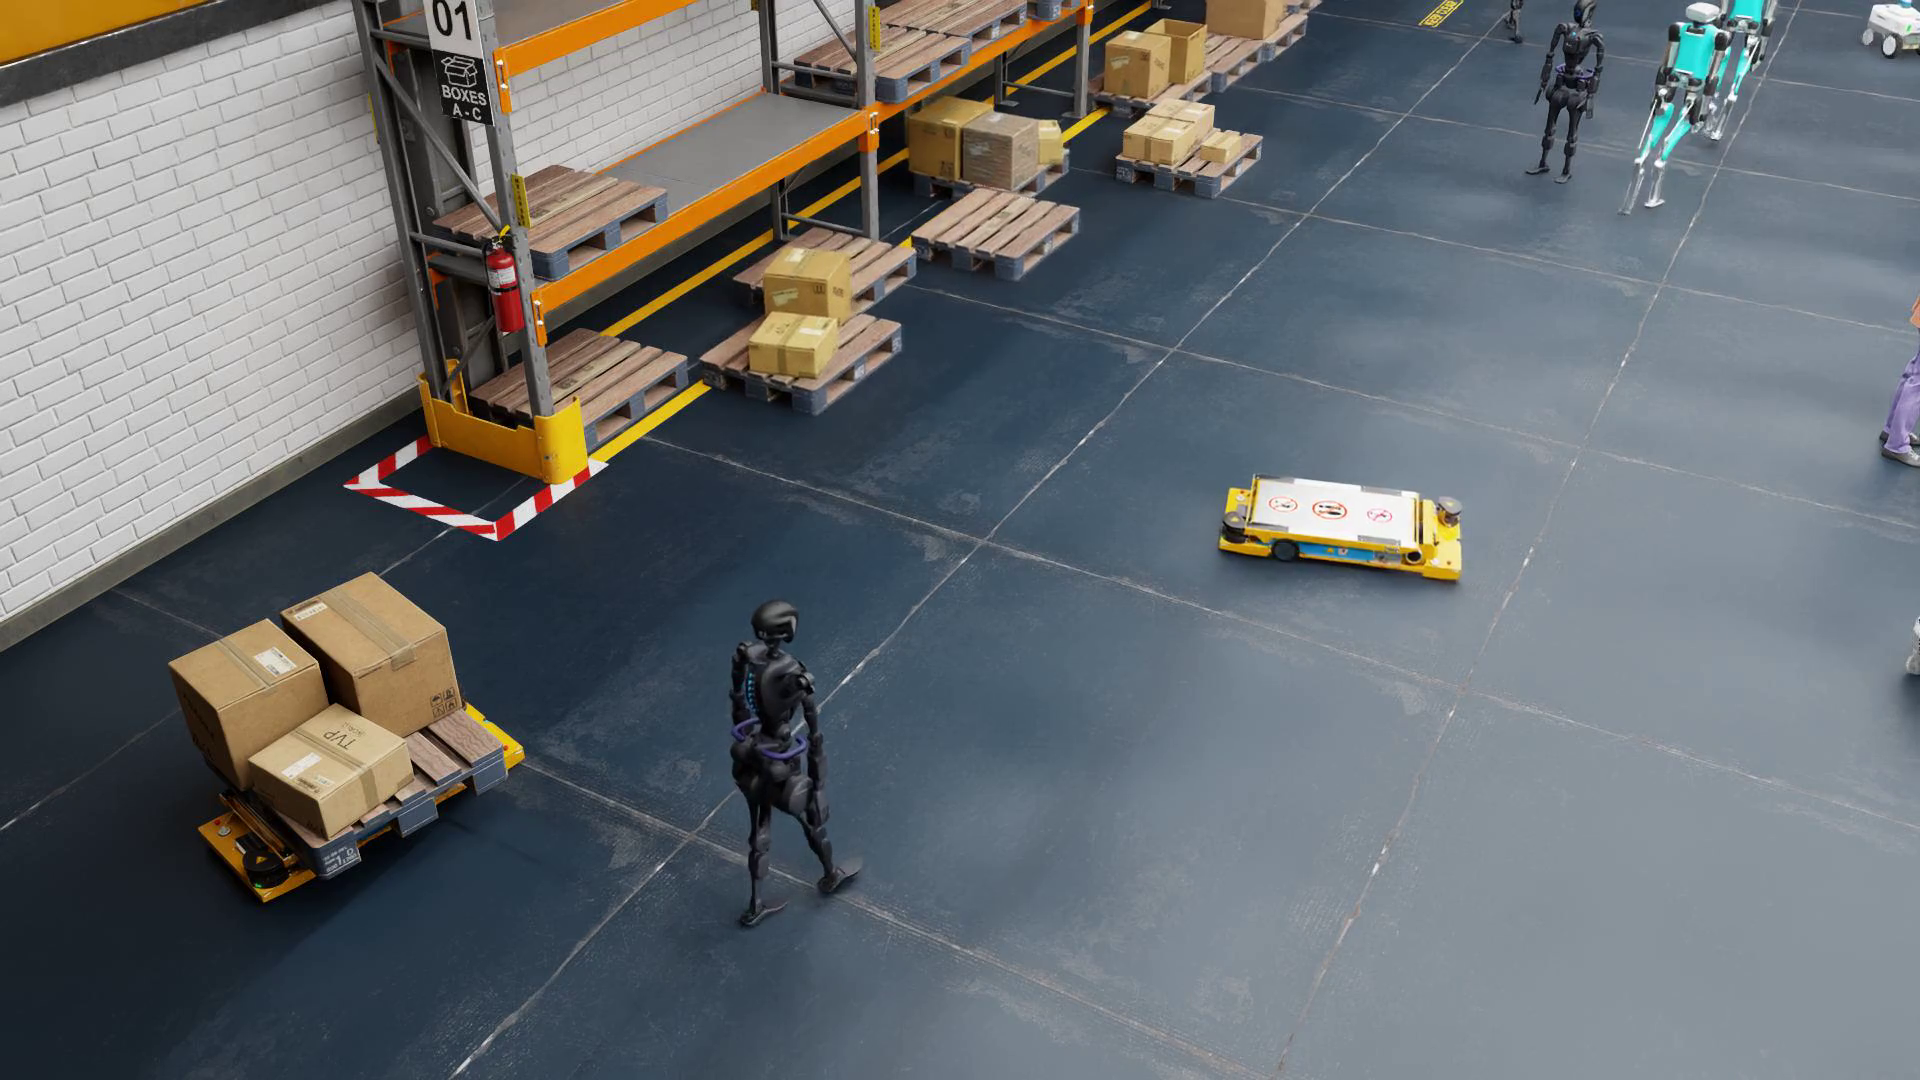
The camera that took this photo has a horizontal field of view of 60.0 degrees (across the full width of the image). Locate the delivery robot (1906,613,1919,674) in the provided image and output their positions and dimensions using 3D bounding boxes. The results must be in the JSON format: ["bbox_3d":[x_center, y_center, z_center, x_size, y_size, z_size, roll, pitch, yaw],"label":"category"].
[{"bbox_3d":[5.411,0.675,8.870,0.510,0.597,0.769,0,33,0],"label":"delivery robot"}]

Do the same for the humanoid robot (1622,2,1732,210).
[{"bbox_3d":[6.116,-3.632,14.412,0.789,1.890,0.548,-26,41,-33],"label":"humanoid robot"}]

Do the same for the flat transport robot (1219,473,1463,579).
[{"bbox_3d":[2.358,-0.088,10.282,1.431,0.231,0.659,7,34,11],"label":"flat transport robot"}]

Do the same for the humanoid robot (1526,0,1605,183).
[{"bbox_3d":[5.503,-4.062,15.006,0.315,1.655,0.599,-24,40,-31],"label":"humanoid robot"}]

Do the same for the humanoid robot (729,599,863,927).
[{"bbox_3d":[-0.794,0.976,7.411,0.593,1.639,0.627,25,41,33],"label":"humanoid robot"}]

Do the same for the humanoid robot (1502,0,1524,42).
[{"bbox_3d":[6.346,-6.522,18.781,0.597,1.631,0.787,-4,34,-6],"label":"humanoid robot"}]

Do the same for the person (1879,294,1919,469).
[{"bbox_3d":[6.372,-1.375,10.804,0.390,1.839,0.562,15,36,22],"label":"person"}]

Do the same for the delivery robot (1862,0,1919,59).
[{"bbox_3d":[10.464,-5.718,18.512,0.499,0.563,0.738,-5,34,-8],"label":"delivery robot"}]

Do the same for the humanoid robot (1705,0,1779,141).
[{"bbox_3d":[7.329,-4.592,15.769,0.547,1.763,0.907,18,38,26],"label":"humanoid robot"}]

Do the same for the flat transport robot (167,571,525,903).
[{"bbox_3d":[-2.971,1.223,8.297,0.659,0.231,1.431,28,43,35],"label":"flat transport robot"}]
